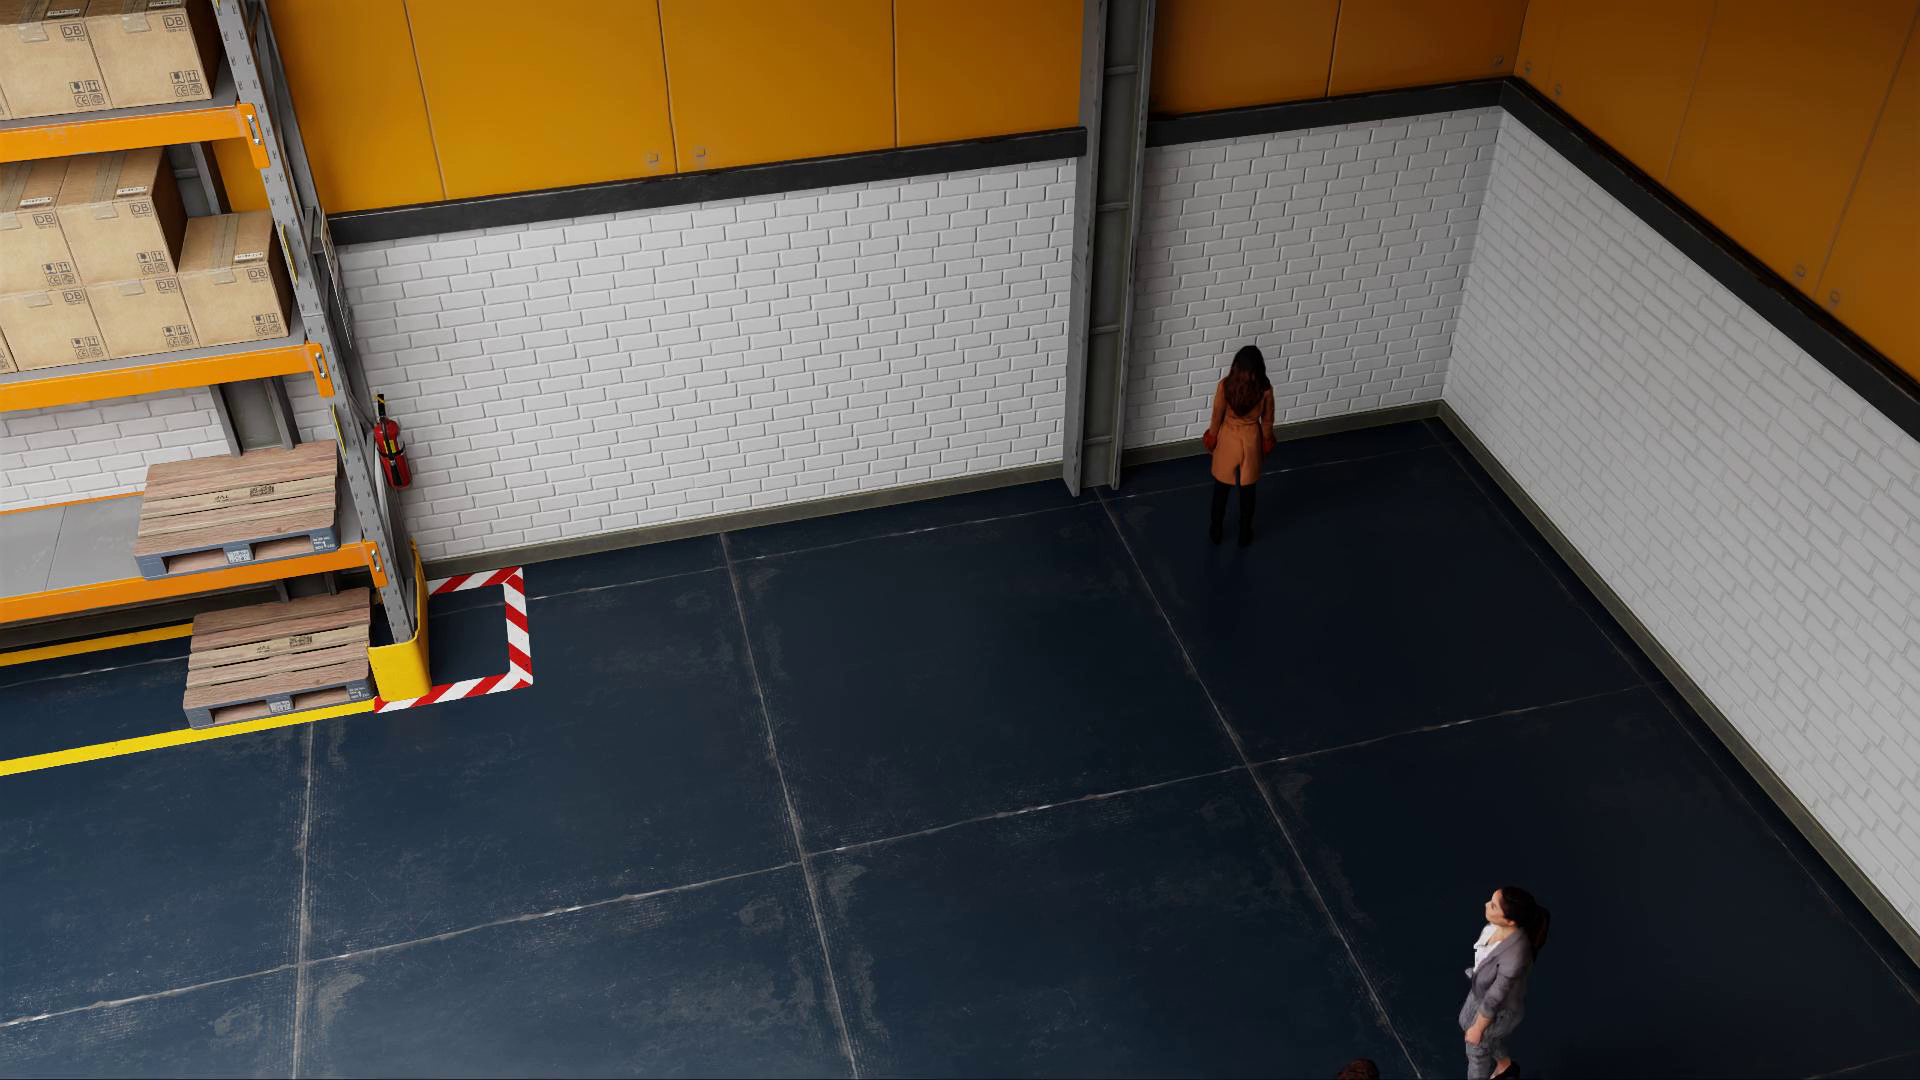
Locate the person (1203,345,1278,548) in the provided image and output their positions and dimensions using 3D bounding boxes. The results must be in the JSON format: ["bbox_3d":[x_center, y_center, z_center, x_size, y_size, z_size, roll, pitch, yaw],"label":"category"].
[{"bbox_3d":[2.073,-0.696,12.369,0.694,1.722,0.840,6,39,8],"label":"person"}]

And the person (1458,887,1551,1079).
[{"bbox_3d":[2.836,2.401,8.539,0.829,1.661,0.785,9,40,11],"label":"person"}]
